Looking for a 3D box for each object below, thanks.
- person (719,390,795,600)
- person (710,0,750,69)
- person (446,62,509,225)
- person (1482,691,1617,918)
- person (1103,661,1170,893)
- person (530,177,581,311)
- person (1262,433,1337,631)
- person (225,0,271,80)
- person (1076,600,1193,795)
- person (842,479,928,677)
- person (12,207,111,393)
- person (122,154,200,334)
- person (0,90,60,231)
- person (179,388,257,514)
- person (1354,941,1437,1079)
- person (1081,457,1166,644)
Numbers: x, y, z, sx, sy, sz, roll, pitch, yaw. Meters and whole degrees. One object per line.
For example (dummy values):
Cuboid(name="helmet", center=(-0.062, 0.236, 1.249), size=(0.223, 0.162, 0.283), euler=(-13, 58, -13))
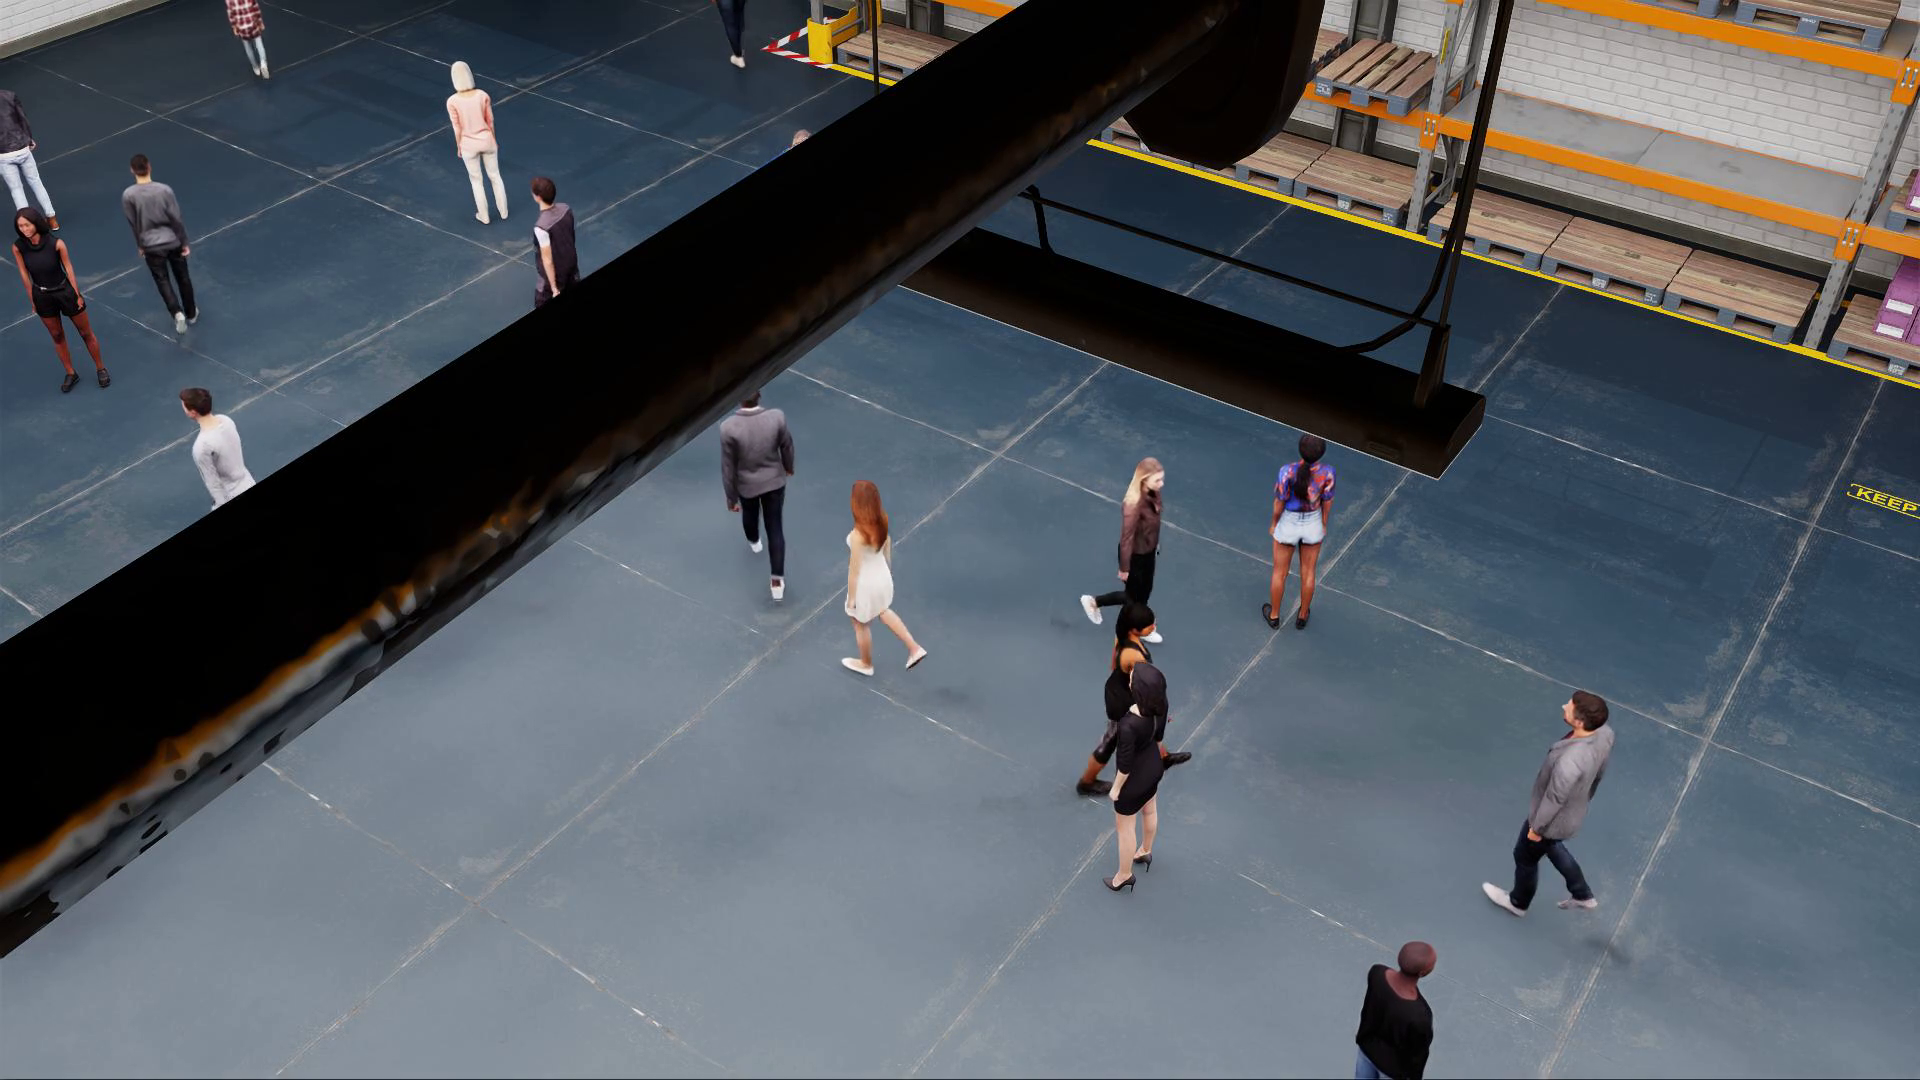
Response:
Cuboid(name="person", center=(-1.473, -0.357, 12.461), size=(1.193, 1.771, 1.248), euler=(-6, 39, -8))
Cuboid(name="person", center=(-2.768, -6.676, 20.366), size=(0.920, 1.781, 1.106), euler=(-20, 43, -23))
Cuboid(name="person", center=(-4.992, -4.100, 17.185), size=(0.674, 1.724, 0.666), euler=(-19, 42, -22))
Cuboid(name="person", center=(3.609, 1.648, 9.880), size=(0.919, 1.857, 0.750), euler=(30, 47, 32))
Cuboid(name="person", center=(1.088, 1.455, 10.164), size=(0.511, 1.806, 0.604), euler=(29, 47, 31))
Cuboid(name="person", center=(-3.518, -2.386, 14.963), size=(1.045, 1.819, 0.754), euler=(18, 42, 21))
Cuboid(name="person", center=(2.471, -0.078, 12.133), size=(0.628, 1.743, 0.731), euler=(1, 39, 2))
Cuboid(name="person", center=(-8.648, -6.225, 20.192), size=(0.737, 1.293, 0.877), euler=(-18, 42, -21))
Cuboid(name="person", center=(0.991, 1.065, 10.785), size=(1.083, 1.639, 0.987), euler=(-5, 39, -6))
Cuboid(name="person", center=(-0.546, 0.328, 11.666), size=(0.882, 1.692, 0.611), euler=(19, 43, 23))
Cuboid(name="person", center=(-7.986, -2.136, 14.713), size=(0.670, 1.741, 0.715), euler=(-9, 40, -11))
Cuboid(name="person", center=(-7.394, -2.706, 15.423), size=(0.869, 1.745, 1.015), euler=(-16, 41, -19))
Cuboid(name="person", center=(-9.645, -3.958, 16.917), size=(0.581, 1.838, 0.676), euler=(29, 47, 31))
Cuboid(name="person", center=(-5.321, -0.323, 12.392), size=(1.245, 1.804, 0.973), euler=(6, 39, 8))
Cuboid(name="person", center=(2.224, 2.687, 8.667), size=(0.735, 1.749, 0.616), euler=(-19, 42, -22))
Cuboid(name="person", center=(1.206, 0.064, 12.002), size=(0.879, 1.686, 0.688), euler=(18, 42, 21))
